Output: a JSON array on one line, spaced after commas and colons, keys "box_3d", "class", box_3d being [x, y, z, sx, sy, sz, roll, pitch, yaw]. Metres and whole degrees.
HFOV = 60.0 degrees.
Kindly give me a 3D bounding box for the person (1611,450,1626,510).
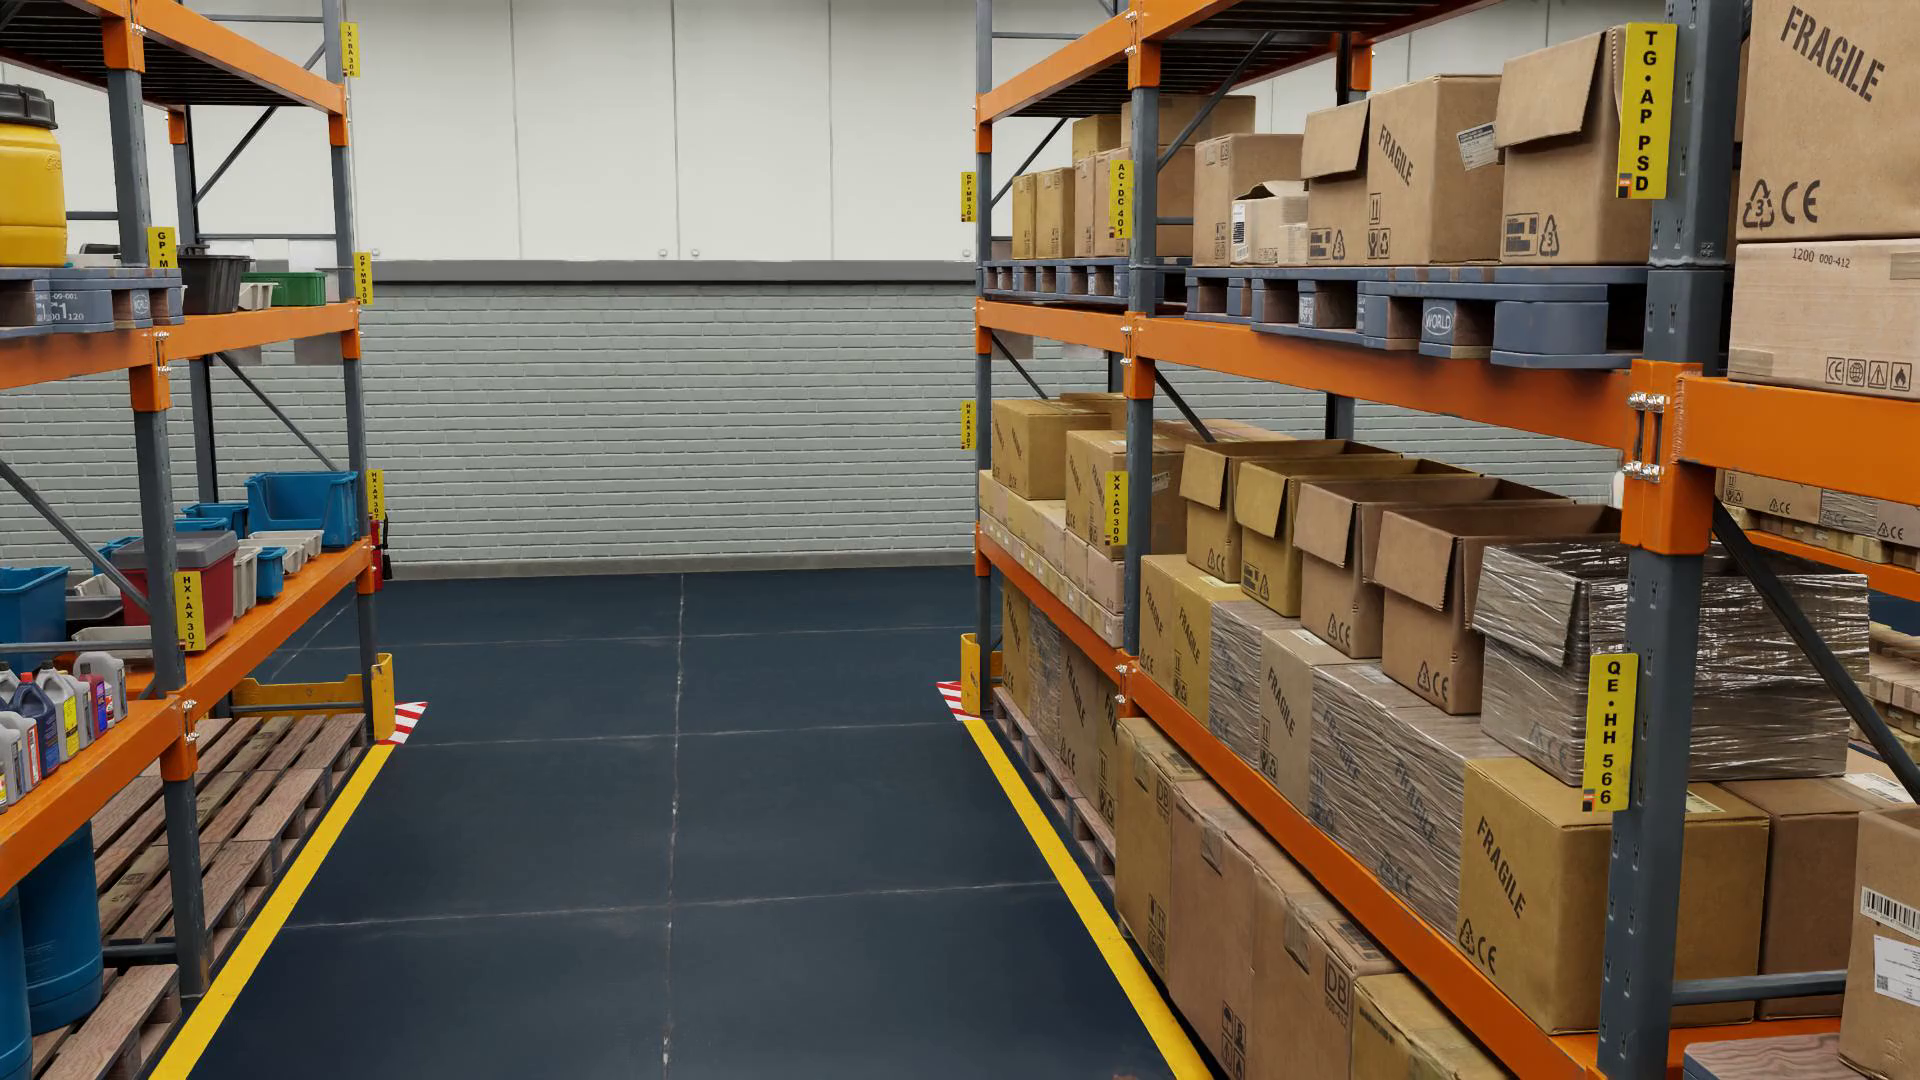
[{"box_3d": [5.541, -0.016, 13.898, 0.593, 1.624, 0.523, -2, 9, -11], "class": "person"}]
